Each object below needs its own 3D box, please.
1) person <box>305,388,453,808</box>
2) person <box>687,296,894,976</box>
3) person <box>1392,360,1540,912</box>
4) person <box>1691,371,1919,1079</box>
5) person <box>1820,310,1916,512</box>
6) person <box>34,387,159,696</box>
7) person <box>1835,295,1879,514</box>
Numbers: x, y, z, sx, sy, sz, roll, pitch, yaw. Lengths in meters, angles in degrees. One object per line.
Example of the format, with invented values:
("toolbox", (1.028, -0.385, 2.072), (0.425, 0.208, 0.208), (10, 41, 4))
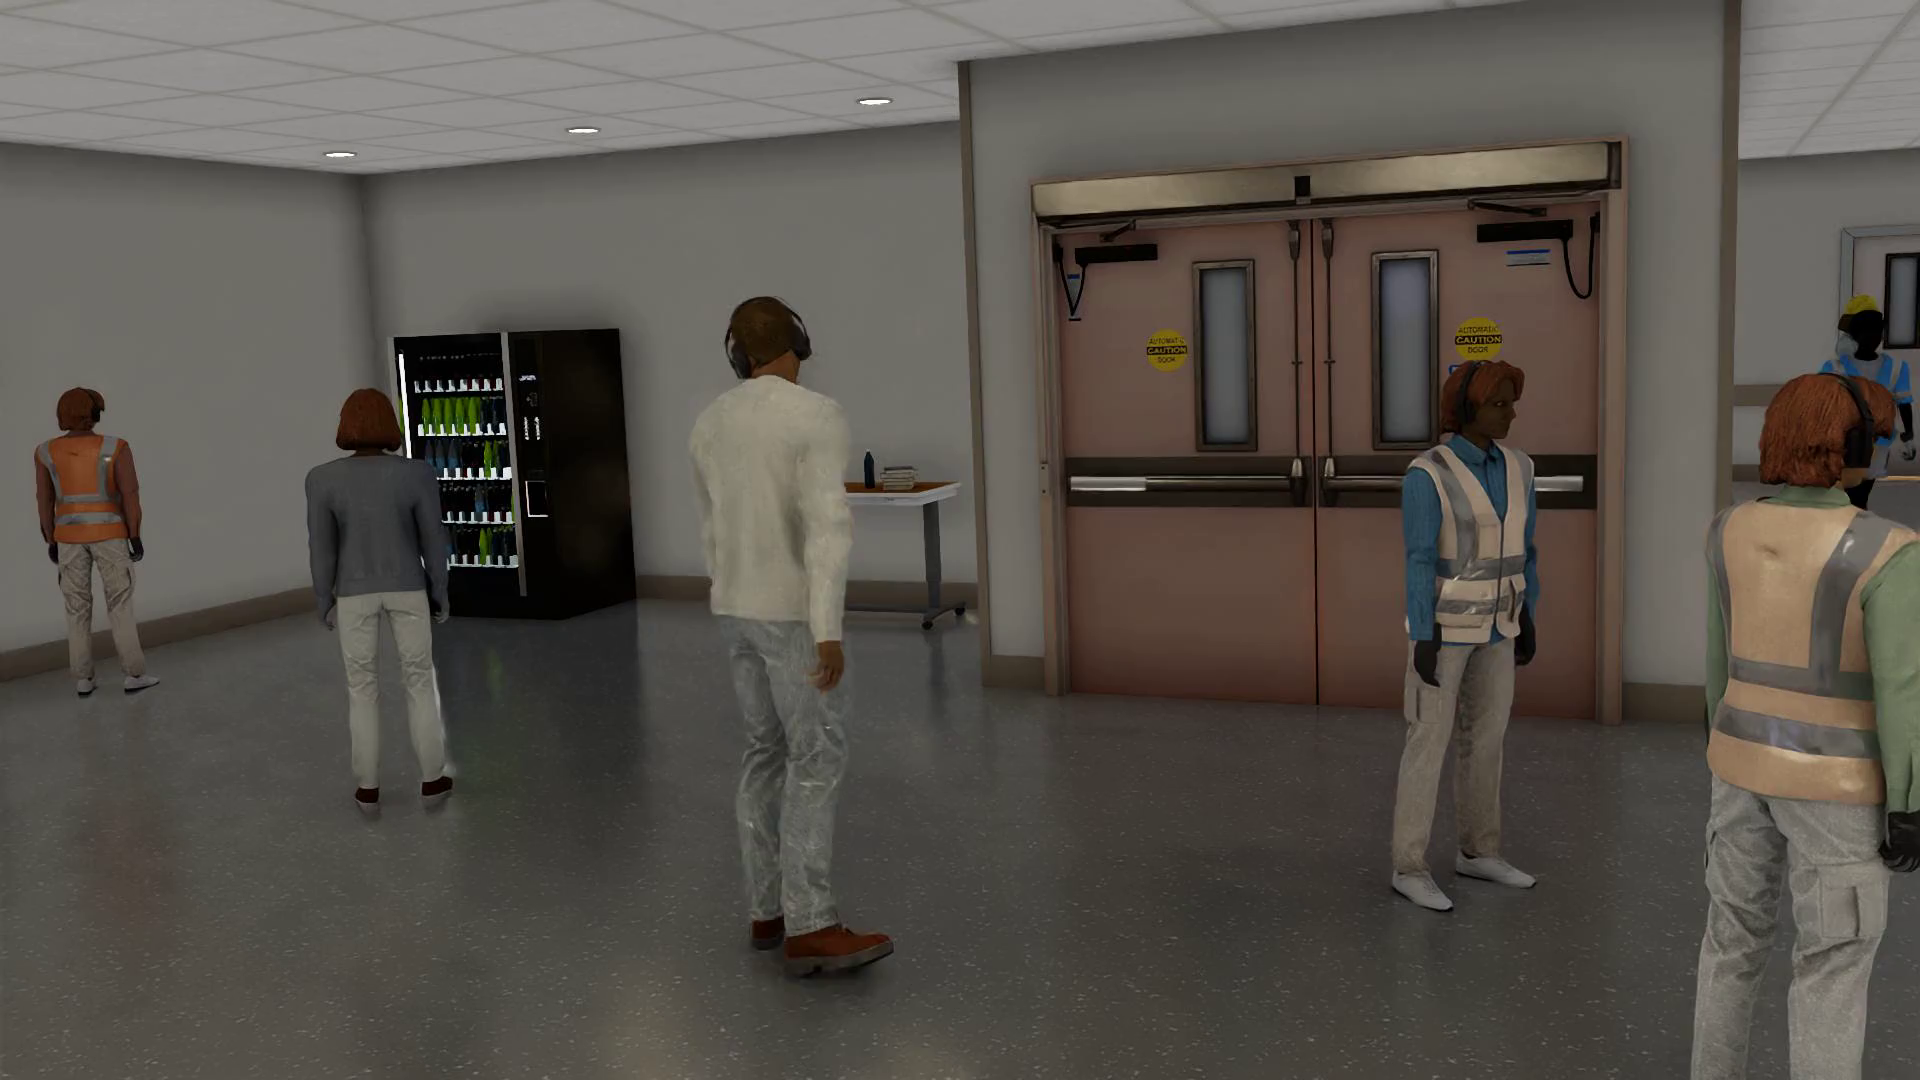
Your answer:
("person", (-2.255, 0.225, 6.496), (0.508, 1.632, 0.271), (-4, 8, -15))
("person", (-0.503, 0.252, 4.764), (0.468, 1.894, 0.765), (-9, 10, -43))
("person", (1.519, 0.281, 4.953), (0.529, 1.628, 0.321), (-7, 9, -30))
("person", (1.669, 0.488, 3.290), (0.318, 1.630, 0.514), (-5, 8, -20))
("person", (5.807, -0.650, 10.677), (0.541, 1.641, 0.943), (-1, 7, 8))
("person", (-4.615, 0.010, 8.855), (0.515, 1.641, 0.315), (-3, 7, -4))
("person", (6.937, -1.024, 12.888), (0.337, 1.733, 0.480), (5, 10, 44))
